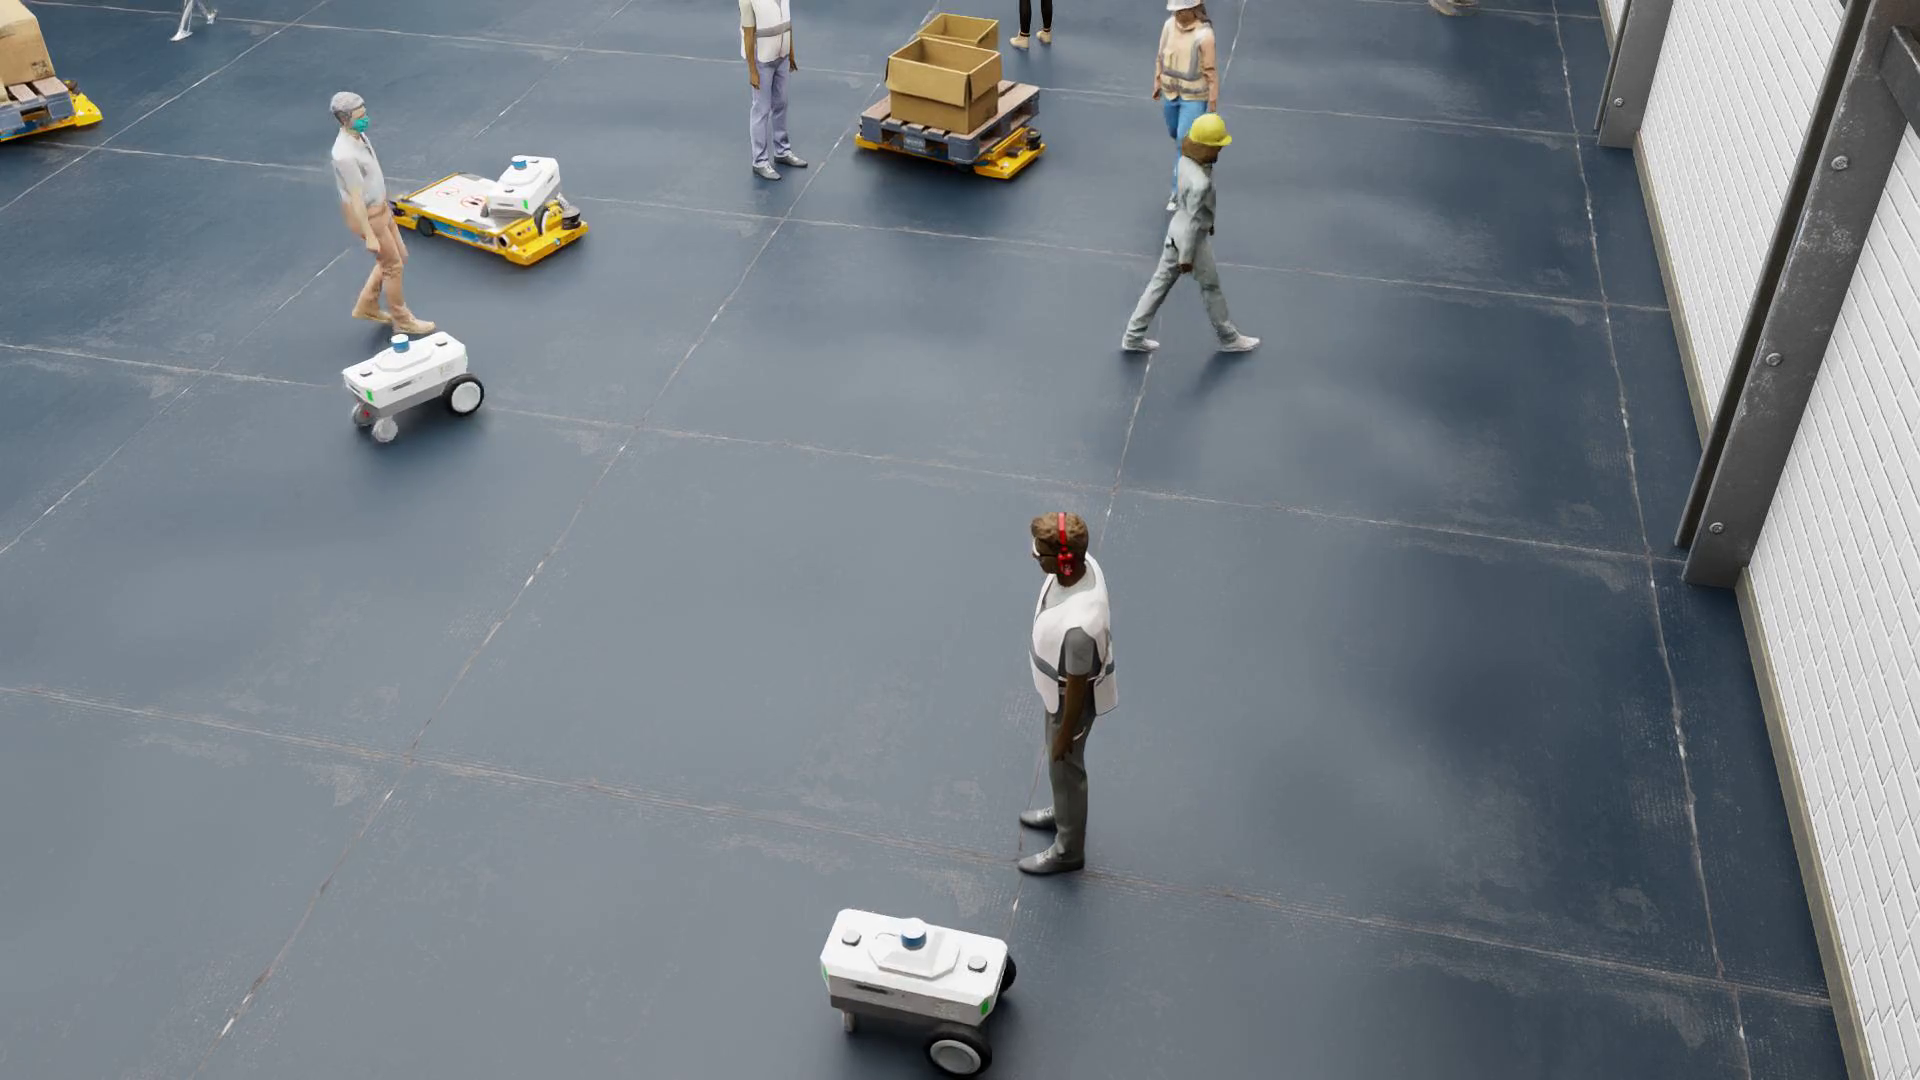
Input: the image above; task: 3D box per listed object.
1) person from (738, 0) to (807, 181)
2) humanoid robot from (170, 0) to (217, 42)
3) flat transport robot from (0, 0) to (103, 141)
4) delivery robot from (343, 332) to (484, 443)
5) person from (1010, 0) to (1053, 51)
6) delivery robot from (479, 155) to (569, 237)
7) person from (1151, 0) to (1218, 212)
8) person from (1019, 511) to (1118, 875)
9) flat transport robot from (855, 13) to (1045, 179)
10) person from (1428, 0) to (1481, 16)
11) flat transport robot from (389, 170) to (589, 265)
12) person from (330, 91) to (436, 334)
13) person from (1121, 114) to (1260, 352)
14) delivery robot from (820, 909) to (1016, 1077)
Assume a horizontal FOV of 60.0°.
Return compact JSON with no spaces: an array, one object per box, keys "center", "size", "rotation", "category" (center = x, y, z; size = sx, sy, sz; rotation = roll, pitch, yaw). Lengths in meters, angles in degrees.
[{"center":[-1.482,-3.725,12.899],"size":[0.396,1.836,0.558],"rotation":[21,41,25],"category":"person"},{"center":[-7.323,-5.520,15.429],"size":[0.558,1.834,0.886],"rotation":[15,39,19],"category":"humanoid robot"},{"center":[-8.037,-3.512,13.918],"size":[1.431,0.231,0.659],"rotation":[-26,44,-31],"category":"flat transport robot"},{"center":[-3.398,-0.992,10.321],"size":[0.814,0.612,0.499],"rotation":[-30,46,-34],"category":"delivery robot"},{"center":[0.664,-5.343,15.172],"size":[0.539,1.696,0.317],"rotation":[-19,41,-24],"category":"person"},{"center":[-3.247,-2.551,12.401],"size":[0.514,0.603,0.775],"rotation":[5,37,7],"category":"delivery robot"},{"center":[1.754,-3.423,12.612],"size":[0.528,1.697,0.737],"rotation":[27,44,31],"category":"person"},{"center":[0.463,0.649,7.046],"size":[0.398,1.833,0.569],"rotation":[-1,37,-1],"category":"person"},{"center":[-0.085,-3.283,13.612],"size":[1.431,0.231,0.659],"rotation":[19,41,23],"category":"flat transport robot"},{"center":[4.886,-6.026,15.938],"size":[0.529,1.881,0.613],"rotation":[5,37,7],"category":"person"},{"center":[-3.553,-2.426,12.465],"size":[1.431,0.231,0.659],"rotation":[20,41,25],"category":"flat transport robot"},{"center":[-3.824,-2.096,10.804],"size":[0.449,1.727,0.509],"rotation":[-6,37,-8],"category":"person"},{"center":[1.506,-1.937,10.615],"size":[0.908,1.682,0.490],"rotation":[-6,37,-8],"category":"person"},{"center":[-0.145,1.756,6.646],"size":[0.785,0.614,0.508],"rotation":[9,38,12],"category":"delivery robot"}]
